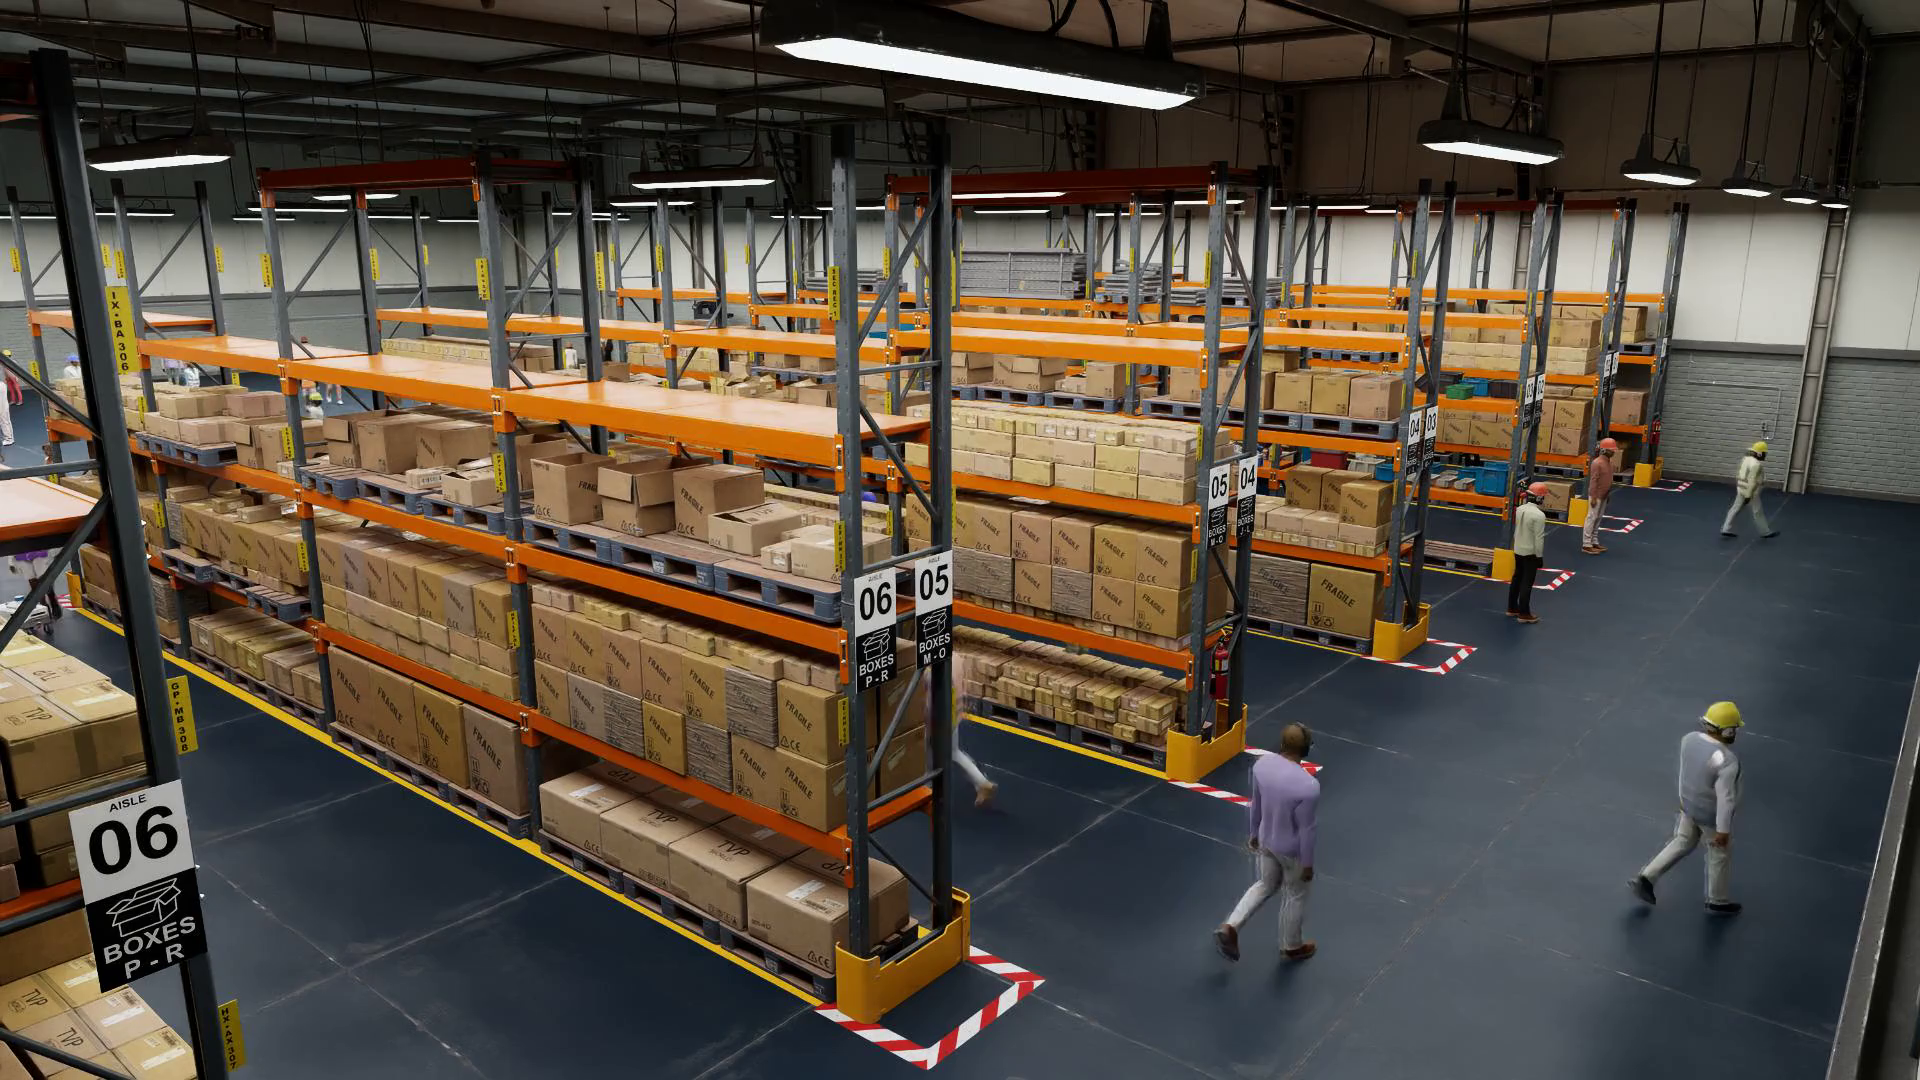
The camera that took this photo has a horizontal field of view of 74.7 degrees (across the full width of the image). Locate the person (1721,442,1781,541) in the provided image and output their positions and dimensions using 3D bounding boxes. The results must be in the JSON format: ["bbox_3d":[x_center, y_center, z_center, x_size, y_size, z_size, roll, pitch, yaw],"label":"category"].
[{"bbox_3d":[14.223,-0.873,22.518,0.954,1.773,0.590,2,14,10],"label":"person"}]

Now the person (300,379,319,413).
[{"bbox_3d":[-19.781,-4.664,38.305,0.547,1.680,0.378,-2,14,-6],"label":"person"}]

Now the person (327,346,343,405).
[{"bbox_3d":[-20.243,-5.330,40.618,0.620,1.887,0.655,13,19,42],"label":"person"}]

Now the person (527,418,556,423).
[{"bbox_3d":[-9.121,-2.221,27.577,0.614,2.018,0.844,-5,15,-20],"label":"person"}]

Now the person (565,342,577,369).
[{"bbox_3d":[-14.000,-6.311,45.215,0.524,1.619,0.481,-8,16,-31],"label":"person"}]

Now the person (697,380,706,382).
[{"bbox_3d":[-6.502,-3.288,32.372,0.734,1.825,0.573,-7,15,-26],"label":"person"}]

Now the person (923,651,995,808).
[{"bbox_3d":[-0.105,1.703,11.867,0.806,1.812,0.627,5,15,21],"label":"person"}]

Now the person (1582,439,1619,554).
[{"bbox_3d":[11.006,-0.762,21.626,0.608,1.985,0.395,-12,18,-39],"label":"person"}]

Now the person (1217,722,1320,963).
[{"bbox_3d":[2.335,2.270,9.326,0.779,1.912,0.629,-7,15,-28],"label":"person"}]

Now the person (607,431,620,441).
[{"bbox_3d":[-7.526,-2.047,27.145,0.957,1.884,0.605,-2,14,-9],"label":"person"}]

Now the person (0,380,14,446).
[{"bbox_3d":[-24.945,-3.416,32.704,0.406,1.911,0.636,-6,15,-23],"label":"person"}]

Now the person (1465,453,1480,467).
[{"bbox_3d":[11.499,-2.370,28.284,0.608,1.963,0.370,-5,14,-19],"label":"person"}]

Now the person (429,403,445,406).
[{"bbox_3d":[-15.034,-4.191,35.970,0.437,1.868,0.605,9,16,32],"label":"person"}]

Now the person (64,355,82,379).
[{"bbox_3d":[-26.011,-4.492,37.072,0.623,1.934,0.624,5,14,19],"label":"person"}]

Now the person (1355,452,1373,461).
[{"bbox_3d":[8.137,-1.631,25.300,0.369,1.938,0.630,-1,14,-4],"label":"person"}]

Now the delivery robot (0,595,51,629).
[{"bbox_3d":[-12.842,1.003,17.240,0.707,0.478,0.477,6,15,22],"label":"delivery robot"}]

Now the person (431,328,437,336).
[{"bbox_3d":[-21.564,-7.842,51.482,0.508,1.632,0.264,-1,14,-3],"label":"person"}]

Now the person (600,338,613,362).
[{"bbox_3d":[-13.705,-7.370,48.782,0.540,2.000,0.788,0,14,-1],"label":"person"}]

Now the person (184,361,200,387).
[{"bbox_3d":[-23.374,-4.686,38.541,0.824,1.600,0.543,4,14,16],"label":"person"}]

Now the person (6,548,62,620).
[{"bbox_3d":[-13.054,0.254,17.652,0.608,1.885,0.530,-5,14,-19],"label":"person"}]

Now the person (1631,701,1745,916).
[{"bbox_3d":[5.918,2.142,10.056,0.816,1.807,0.611,-1,14,-5],"label":"person"}]

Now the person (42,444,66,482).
[{"bbox_3d":[-16.633,-0.968,23.198,0.525,1.637,0.307,7,15,27],"label":"person"}]

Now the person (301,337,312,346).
[{"bbox_3d":[-24.509,-6.806,47.222,0.507,1.631,0.273,-6,15,-24],"label":"person"}]

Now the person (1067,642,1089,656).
[{"bbox_3d":[1.517,0.730,15.825,0.650,1.826,0.463,-10,17,-36],"label":"person"}]

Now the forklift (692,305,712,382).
[{"bbox_3d":[-9.511,-7.392,47.124,1.873,2.768,1.129,11,17,38],"label":"forklift"}]

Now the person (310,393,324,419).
[{"bbox_3d":[-15.235,-2.616,29.766,0.680,1.744,0.530,-2,14,-9],"label":"person"}]

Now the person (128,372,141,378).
[{"bbox_3d":[-24.640,-4.547,37.398,0.724,1.882,0.642,8,16,30],"label":"person"}]

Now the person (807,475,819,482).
[{"bbox_3d":[-3.470,-2.248,27.883,0.696,1.916,0.554,6,15,23],"label":"person"}]

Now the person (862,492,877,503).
[{"bbox_3d":[-1.283,0.274,17.473,0.431,1.932,0.605,10,17,36],"label":"person"}]

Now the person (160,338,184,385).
[{"bbox_3d":[-26.996,-5.953,43.164,0.637,1.908,0.460,-8,16,-30],"label":"person"}]

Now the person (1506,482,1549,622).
[{"bbox_3d":[8.070,0.158,17.849,0.405,1.986,0.619,-1,14,-6],"label":"person"}]

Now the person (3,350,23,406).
[{"bbox_3d":[-30.399,-5.200,40.341,0.522,1.768,0.312,2,14,9],"label":"person"}]

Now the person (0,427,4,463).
[{"bbox_3d":[-19.891,-1.733,25.720,0.630,1.940,0.373,-11,18,-39],"label":"person"}]
